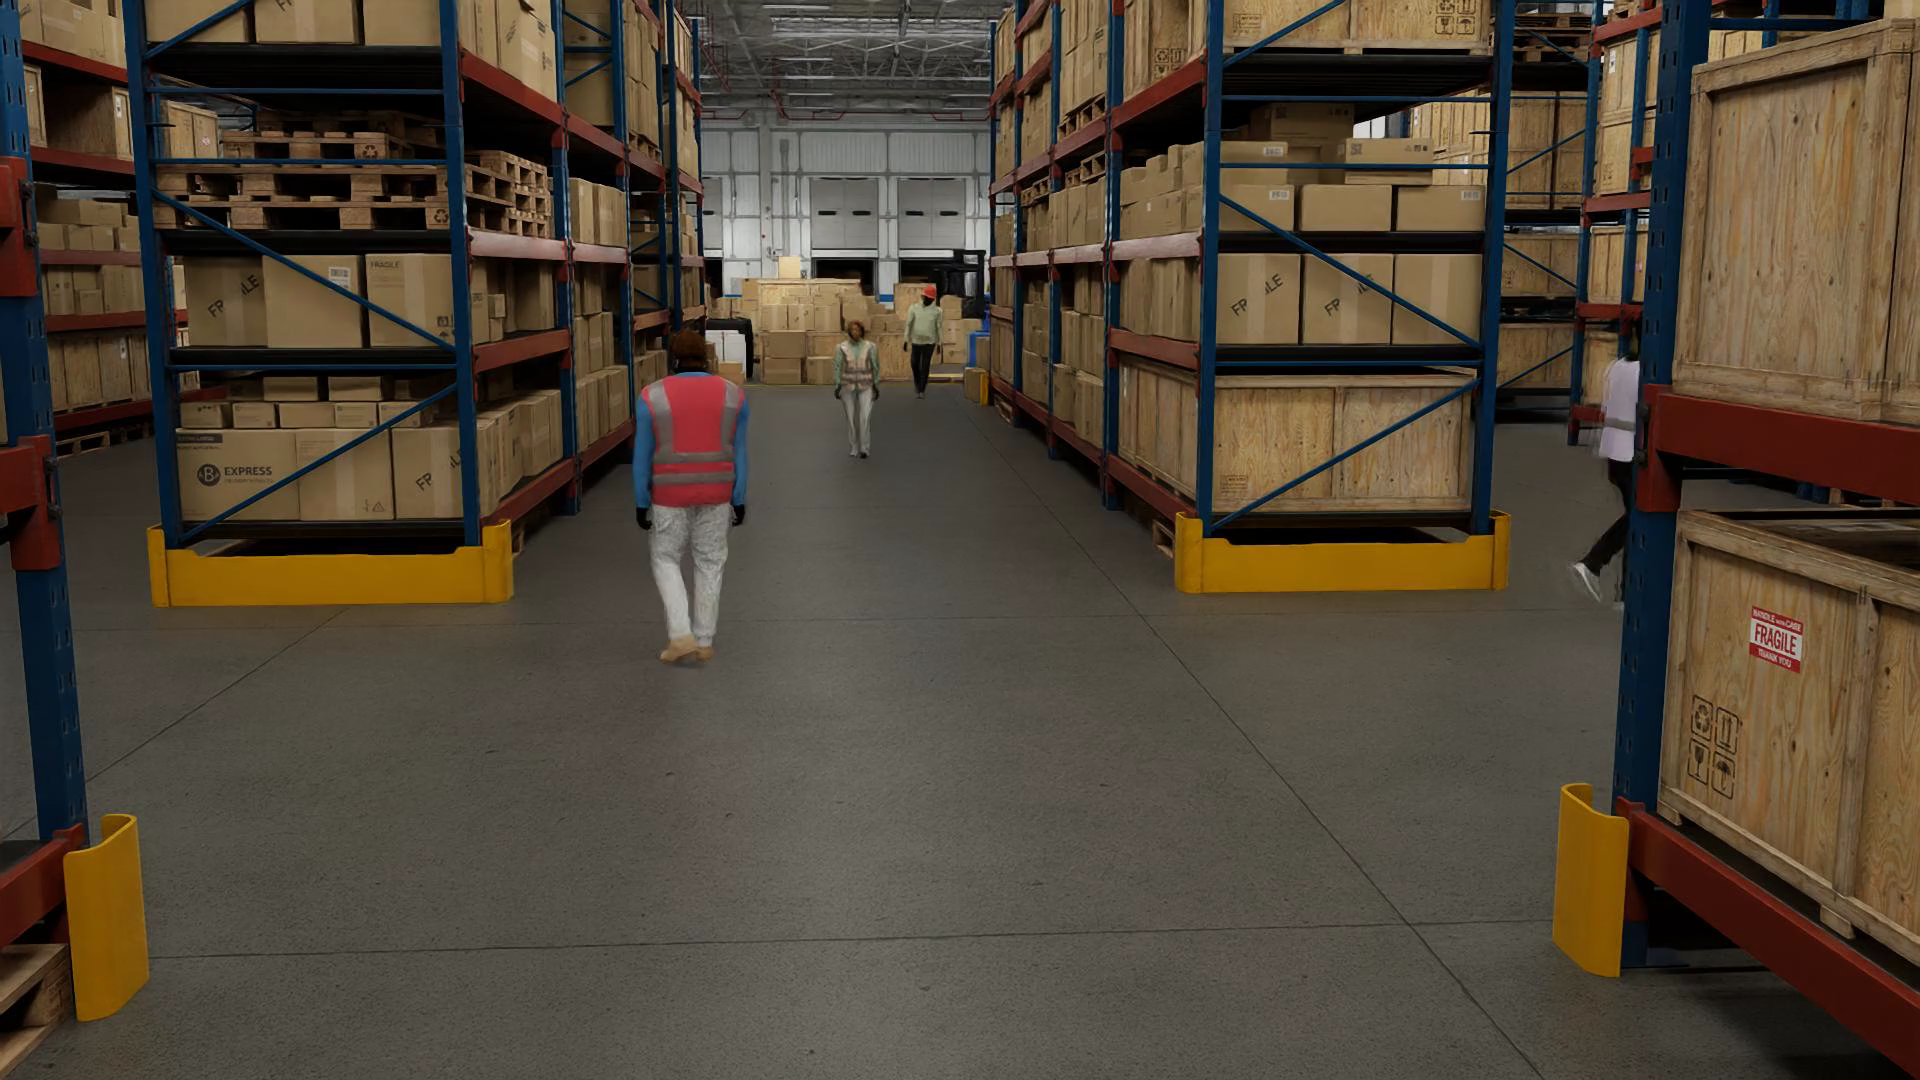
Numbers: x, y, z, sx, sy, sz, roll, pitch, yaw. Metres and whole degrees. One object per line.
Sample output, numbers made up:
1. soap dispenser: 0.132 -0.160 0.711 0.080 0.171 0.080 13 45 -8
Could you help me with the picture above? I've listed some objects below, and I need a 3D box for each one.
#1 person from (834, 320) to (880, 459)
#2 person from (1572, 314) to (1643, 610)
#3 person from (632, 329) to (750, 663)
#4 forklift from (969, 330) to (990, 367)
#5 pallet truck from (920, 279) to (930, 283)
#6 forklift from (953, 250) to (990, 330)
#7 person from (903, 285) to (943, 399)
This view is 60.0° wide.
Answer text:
1. person: -1.192 -1.727 19.201 0.522 1.592 0.877 0 9 0
2. person: 4.219 -0.487 10.432 0.487 1.906 0.620 -1 9 -4
3. person: -1.459 -0.225 9.039 0.636 1.830 0.452 -3 10 -20
4. forklift: 1.191 -4.150 30.388 1.873 2.768 1.129 -5 10 -28
5. pallet truck: -0.932 -8.922 63.114 1.885 1.965 0.823 2 9 13
6. forklift: 0.279 -6.743 46.671 1.129 2.768 1.873 7 11 37
7. person: -0.635 -3.411 28.650 0.691 1.949 0.636 1 9 4
